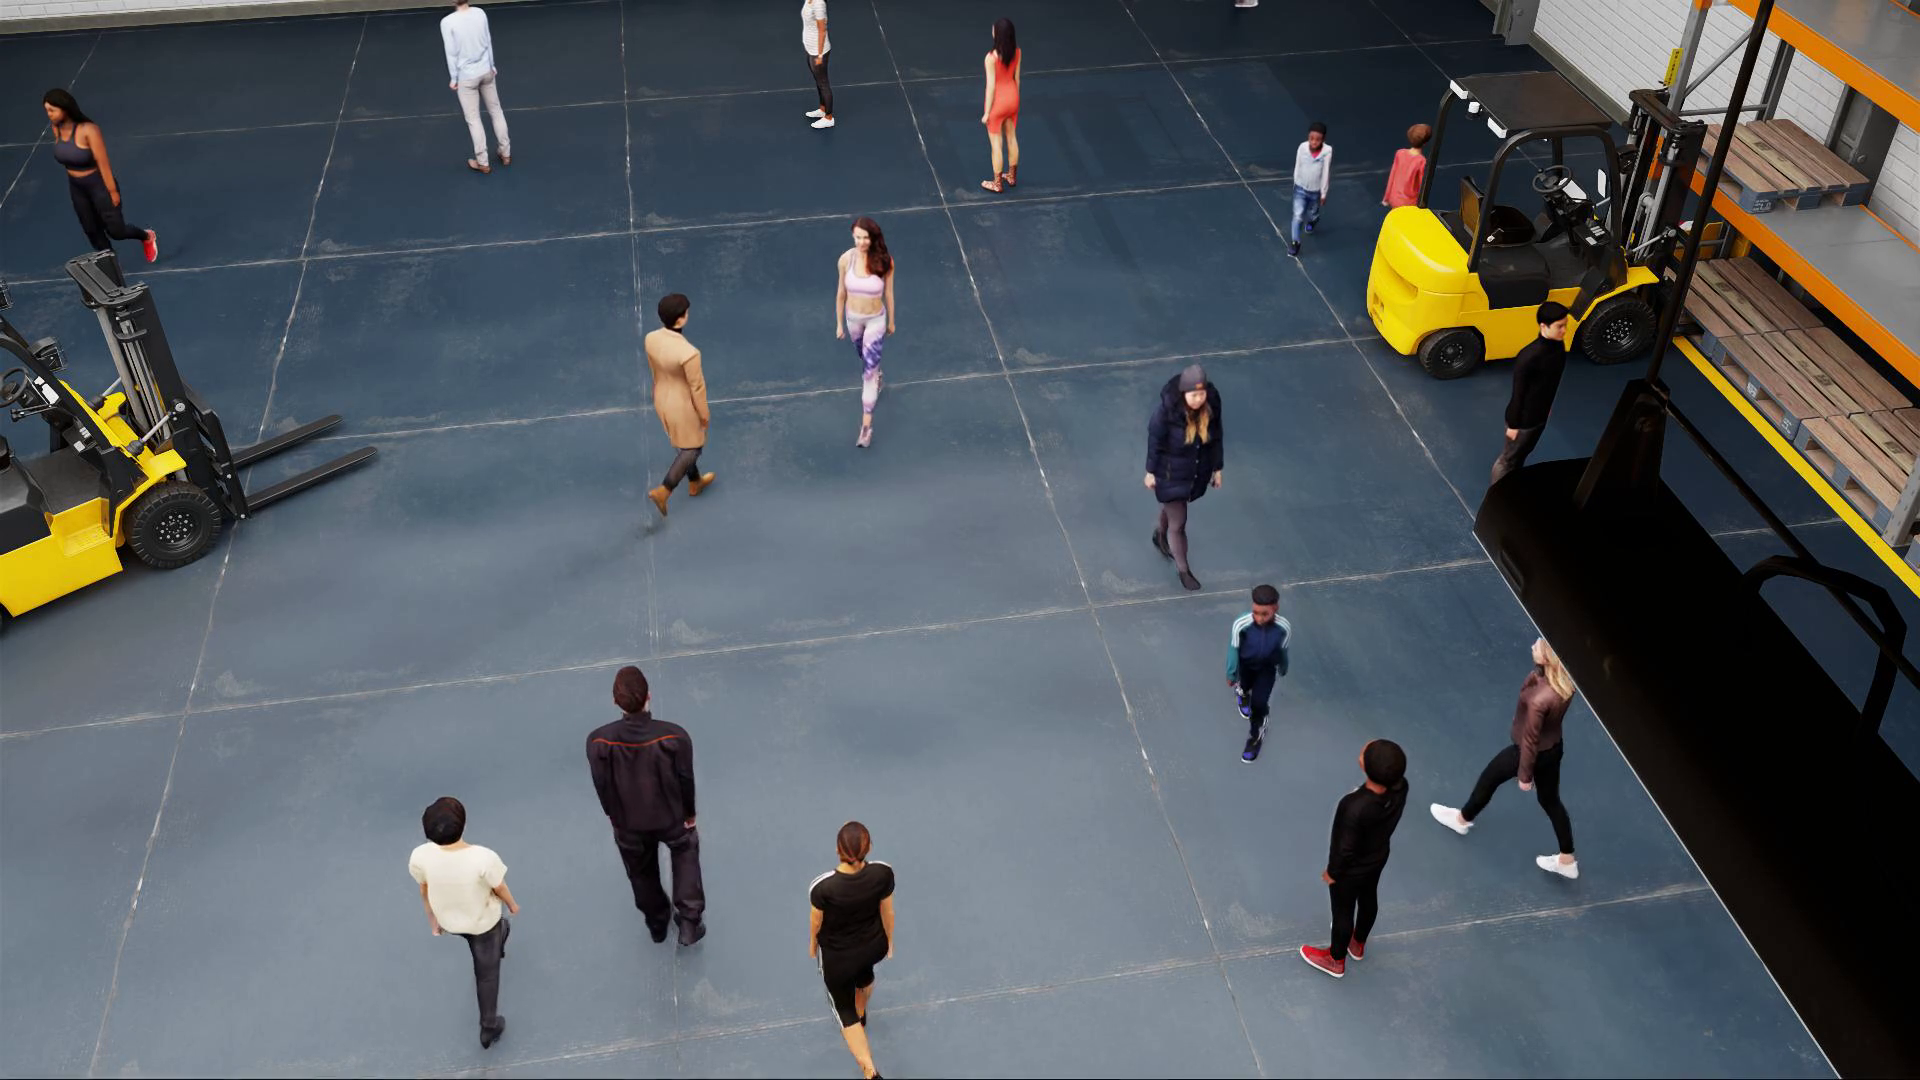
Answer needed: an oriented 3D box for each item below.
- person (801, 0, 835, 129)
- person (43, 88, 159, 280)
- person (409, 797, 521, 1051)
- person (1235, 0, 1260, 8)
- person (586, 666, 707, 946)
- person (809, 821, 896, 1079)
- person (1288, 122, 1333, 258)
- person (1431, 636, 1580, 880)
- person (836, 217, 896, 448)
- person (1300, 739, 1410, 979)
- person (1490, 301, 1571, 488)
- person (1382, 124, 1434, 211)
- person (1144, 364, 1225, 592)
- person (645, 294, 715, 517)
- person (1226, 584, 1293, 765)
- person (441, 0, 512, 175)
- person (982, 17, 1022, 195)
[{"bbox_3d":[-1.456,-5.047,17.029,0.639,1.646,0.472,-9,39,-11],"label":"person"},{"bbox_3d":[-7.464,-3.085,14.449,0.923,1.800,1.049,12,40,15],"label":"person"},{"bbox_3d":[-2.471,1.955,8.335,0.773,1.554,1.049,3,39,4],"label":"person"},{"bbox_3d":[3.409,-7.262,19.640,0.767,1.849,0.531,-2,39,-3],"label":"person"},{"bbox_3d":[-1.610,1.475,8.657,0.689,1.902,0.750,-5,39,-6],"label":"person"},{"bbox_3d":[-0.501,2.051,8.145,0.755,1.641,1.075,-15,41,-18],"label":"person"},{"bbox_3d":[3.187,-3.229,15.082,0.752,1.235,0.920,13,40,16],"label":"person"},{"bbox_3d":[3.247,1.212,9.178,1.005,1.663,1.194,-31,48,-33],"label":"person"},{"bbox_3d":[-0.710,-1.690,12.765,0.903,1.721,1.281,6,39,8],"label":"person"},{"bbox_3d":[2.084,1.643,8.629,0.681,1.675,0.694,-26,45,-29],"label":"person"},{"bbox_3d":[4.044,-0.928,11.810,0.727,1.723,0.732,-30,47,-32],"label":"person"},{"bbox_3d":[3.867,-2.953,14.622,0.871,1.378,0.960,-26,46,-29],"label":"person"},{"bbox_3d":[1.477,-0.516,11.360,0.808,1.639,1.070,-14,41,-17],"label":"person"},{"bbox_3d":[-2.054,-0.930,11.827,0.995,1.705,1.060,24,44,27],"label":"person"},{"bbox_3d":[1.825,0.701,10.166,0.742,1.228,0.978,4,39,5],"label":"person"},{"bbox_3d":[-4.713,-4.514,16.166,0.747,1.891,0.764,-30,47,-32],"label":"person"},{"bbox_3d":[0.406,-4.137,15.832,0.672,1.718,0.686,-27,46,-30],"label":"person"}]
